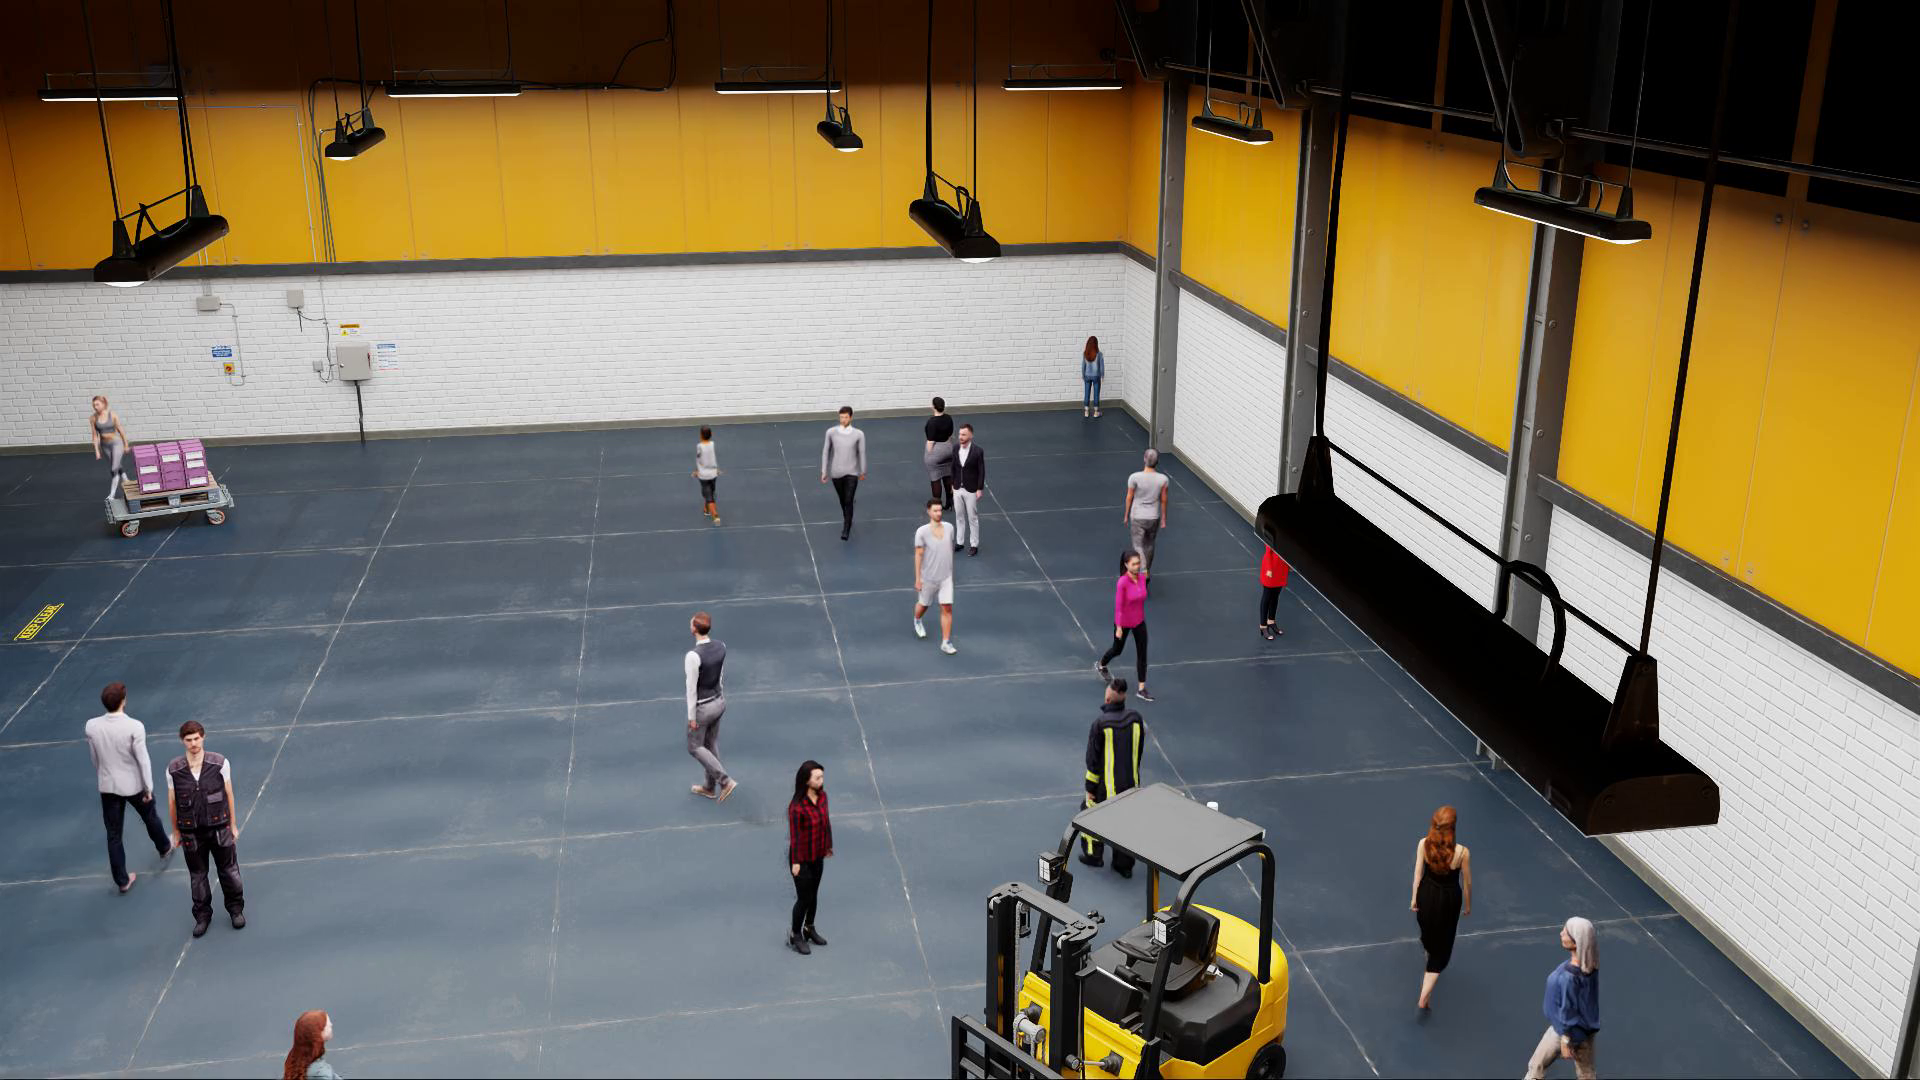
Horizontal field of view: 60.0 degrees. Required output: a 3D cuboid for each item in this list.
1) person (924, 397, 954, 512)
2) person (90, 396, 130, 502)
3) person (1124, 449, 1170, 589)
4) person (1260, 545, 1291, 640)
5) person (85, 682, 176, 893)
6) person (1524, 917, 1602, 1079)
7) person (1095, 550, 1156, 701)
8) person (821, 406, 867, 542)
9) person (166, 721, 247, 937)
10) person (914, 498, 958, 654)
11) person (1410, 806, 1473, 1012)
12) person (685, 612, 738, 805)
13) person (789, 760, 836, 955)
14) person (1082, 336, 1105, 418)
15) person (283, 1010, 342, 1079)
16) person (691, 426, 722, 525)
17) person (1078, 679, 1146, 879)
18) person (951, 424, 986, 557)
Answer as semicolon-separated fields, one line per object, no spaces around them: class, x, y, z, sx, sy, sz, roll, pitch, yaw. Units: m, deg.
person;-0.296;-1.250;24.535;0.817;1.758;0.783;17;25;41
person;-12.751;-1.381;25.116;0.631;1.634;1.134;-3;19;-9
person;2.406;-0.244;21.477;0.714;1.802;1.110;-2;19;-7
person;3.773;0.315;19.904;0.780;1.747;0.736;17;25;42
person;-7.247;2.161;14.320;0.760;1.811;1.104;-2;19;-5
person;4.178;3.322;11.102;0.942;1.667;1.089;-16;24;-39
person;1.797;0.903;18.286;0.916;1.665;1.196;-13;23;-34
person;-1.609;-0.962;23.507;1.073;1.868;1.329;5;19;13
person;-6.218;2.349;13.704;0.694;1.849;0.636;-7;20;-21
person;-0.330;0.385;19.582;0.929;1.819;1.292;-9;20;-24
person;3.633;2.823;12.698;1.022;1.592;1.134;11;21;29
person;-2.344;1.613;15.779;1.038;1.919;0.975;13;23;34
person;-1.259;2.542;13.440;0.723;1.651;0.653;12;22;31
person;2.391;-2.956;30.040;0.641;1.477;0.657;7;20;20
person;-3.898;3.654;10.008;0.720;1.734;0.794;16;24;39
person;-3.661;-0.980;24.257;0.804;1.422;1.104;-10;21;-27
person;1.377;2.098;14.452;0.883;1.848;0.882;-9;21;-26
person;0.099;-0.707;22.788;0.726;1.843;0.772;11;22;30
